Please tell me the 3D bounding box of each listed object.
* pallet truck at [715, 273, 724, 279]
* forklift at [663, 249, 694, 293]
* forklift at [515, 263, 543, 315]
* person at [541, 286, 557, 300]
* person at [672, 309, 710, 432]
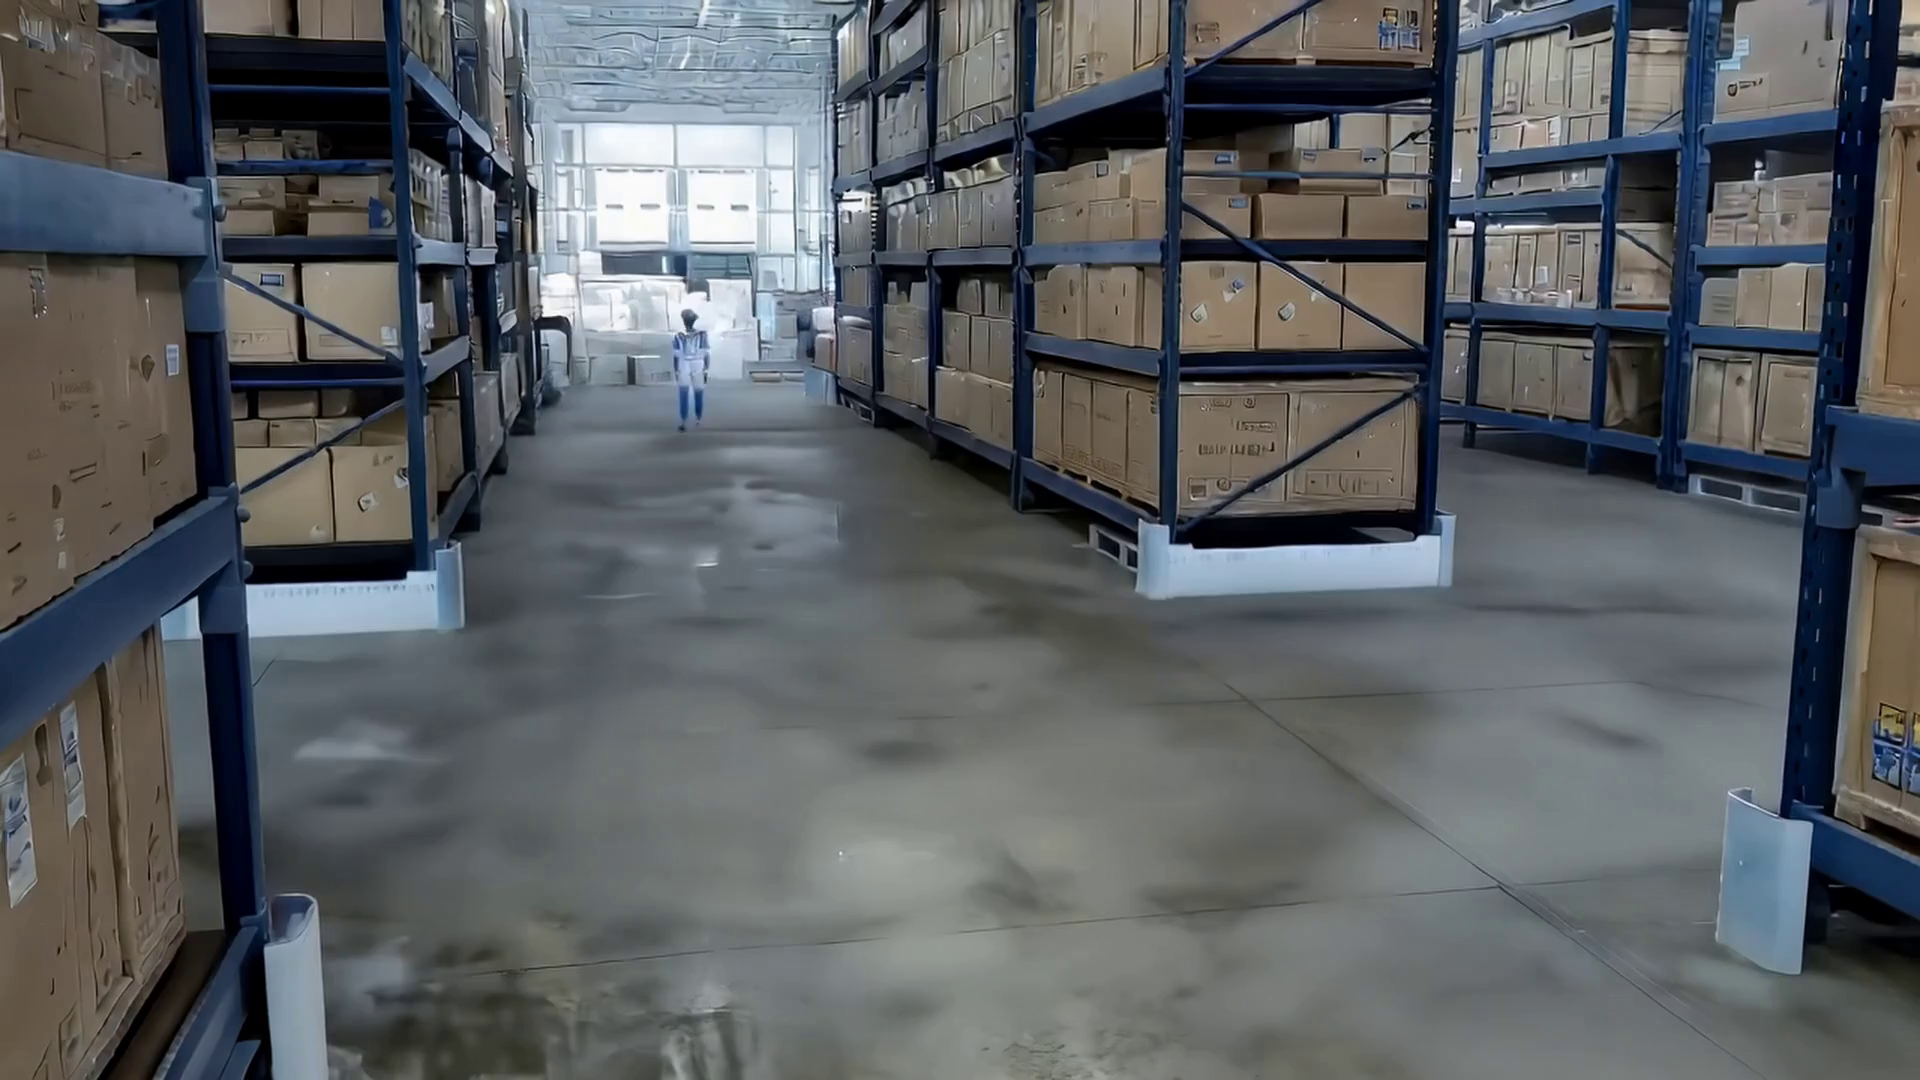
[{"bbox_3d":[-8.580,-8.986,62.280,1.885,1.965,0.823,1,9,5],"label":"pallet truck"},{"bbox_3d":[-9.277,-8.224,54.954,1.129,2.768,1.873,-7,12,-38],"label":"forklift"},{"bbox_3d":[-14.713,-8.414,56.111,1.873,2.768,1.129,7,12,38],"label":"forklift"},{"bbox_3d":[-14.526,-8.388,58.851,0.585,1.927,0.366,-2,9,-11],"label":"person"},{"bbox_3d":[-3.661,-2.311,22.640,0.533,1.644,0.875,-1,9,-4],"label":"person"}]
